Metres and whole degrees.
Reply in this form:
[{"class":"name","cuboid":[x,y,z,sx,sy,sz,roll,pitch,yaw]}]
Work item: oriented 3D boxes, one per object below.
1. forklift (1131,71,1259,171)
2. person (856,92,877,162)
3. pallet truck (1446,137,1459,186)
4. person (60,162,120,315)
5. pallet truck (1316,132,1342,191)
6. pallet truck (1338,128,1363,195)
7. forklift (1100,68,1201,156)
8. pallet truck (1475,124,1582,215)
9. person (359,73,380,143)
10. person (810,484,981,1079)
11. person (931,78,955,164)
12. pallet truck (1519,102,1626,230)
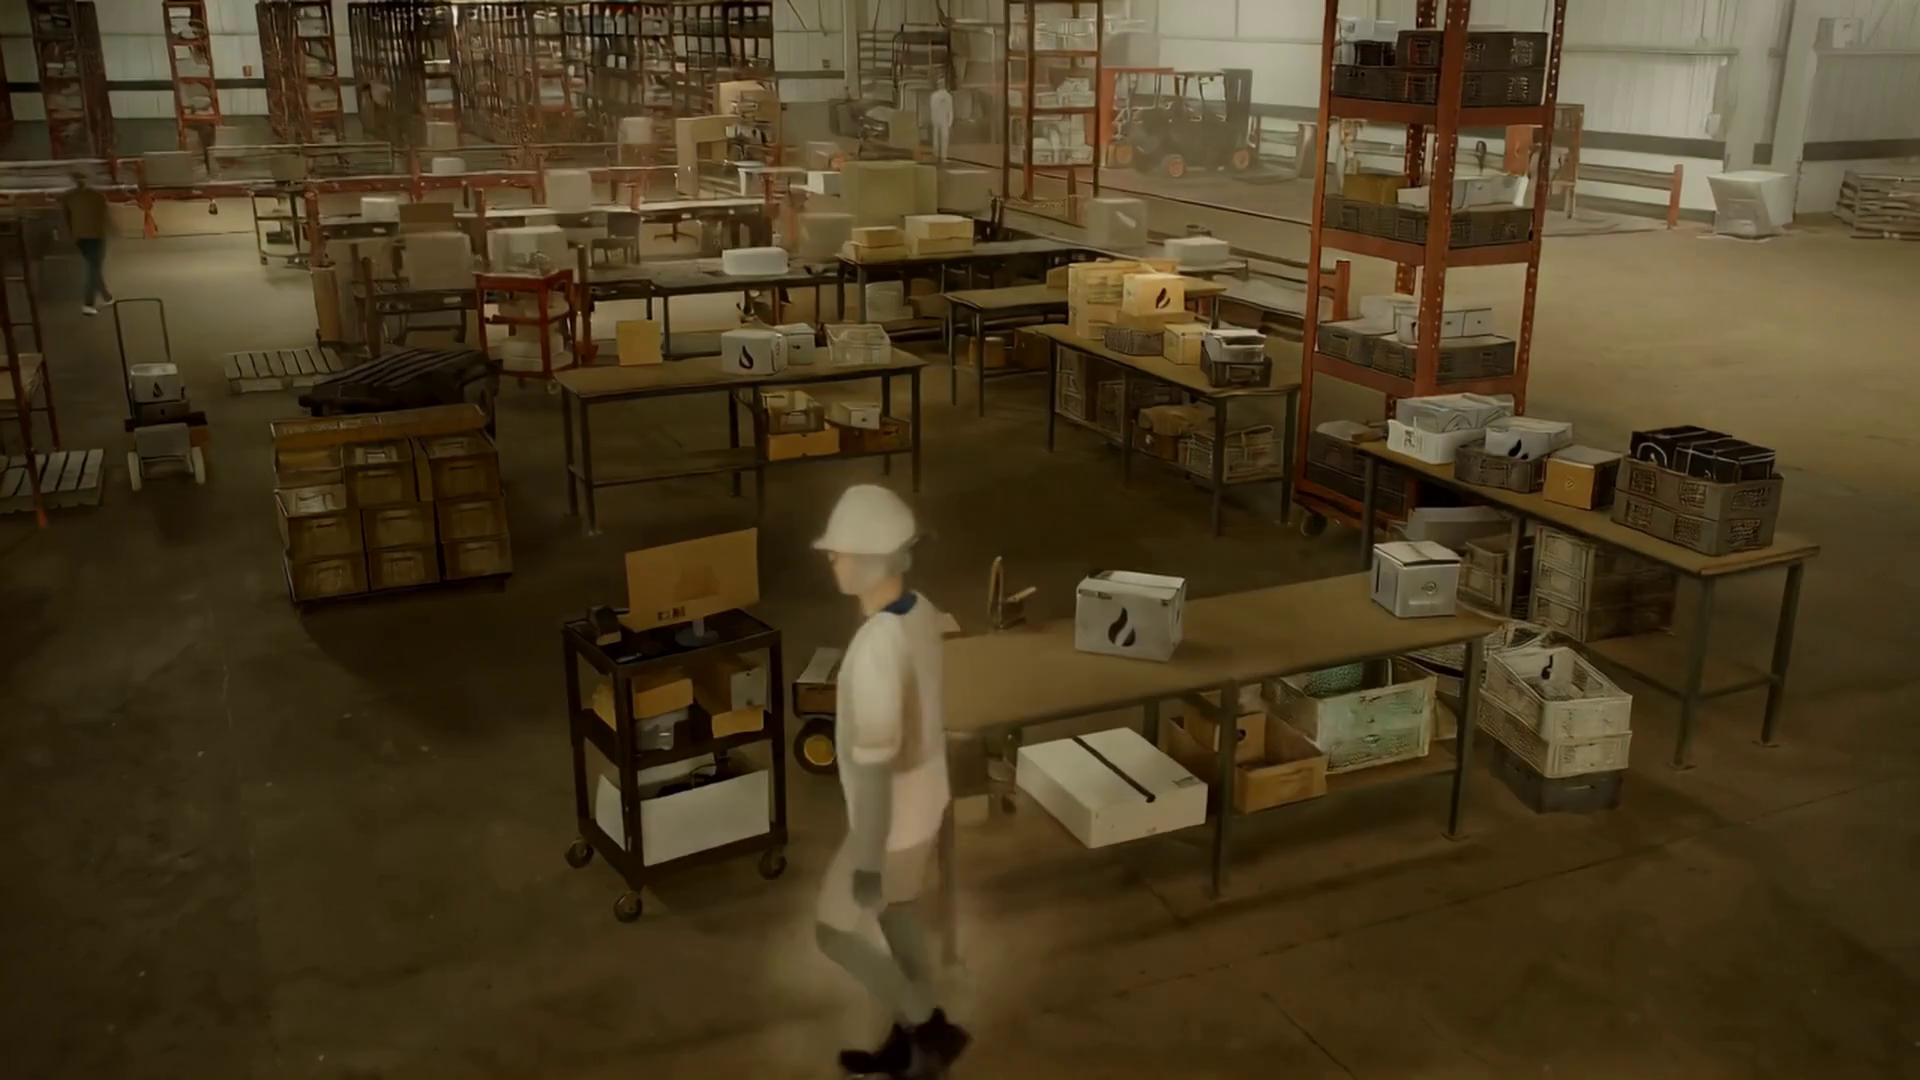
[{"class":"forklift","cuboid":[4.998,-8.936,35.413,2.680,1.987,1.157,-9,20,-25]},{"class":"person","cuboid":[-2.003,-8.359,34.458,0.966,1.778,0.593,2,18,8]},{"class":"pallet truck","cuboid":[9.184,-6.485,29.328,1.630,1.274,0.653,-8,19,-23]},{"class":"person","cuboid":[-10.055,-3.480,19.183,0.518,1.725,0.917,1,18,2]},{"class":"pallet truck","cuboid":[7.723,-7.504,32.656,1.601,1.201,0.680,-8,19,-23]},{"class":"pallet truck","cuboid":[7.845,-7.140,31.411,1.522,1.261,0.704,-9,20,-25]},{"class":"forklift","cuboid":[4.082,-9.564,37.410,2.680,1.987,1.157,-8,19,-23]},{"class":"pallet truck","cuboid":[9.707,-6.455,28.103,1.885,1.965,0.823,-7,19,-20]},{"class":"person","cuboid":[-15.701,-11.467,44.162,0.454,1.829,0.591,-8,19,-25]},{"class":"person","cuboid":[-0.228,0.821,5.120,0.453,2.030,0.634,4,18,12]},{"class":"person","cuboid":[-0.374,-9.639,38.285,0.400,1.905,0.645,-15,23,-40]},{"class":"pallet truck","cuboid":[9.972,-6.037,26.785,1.885,1.965,0.823,-9,20,-25]}]
